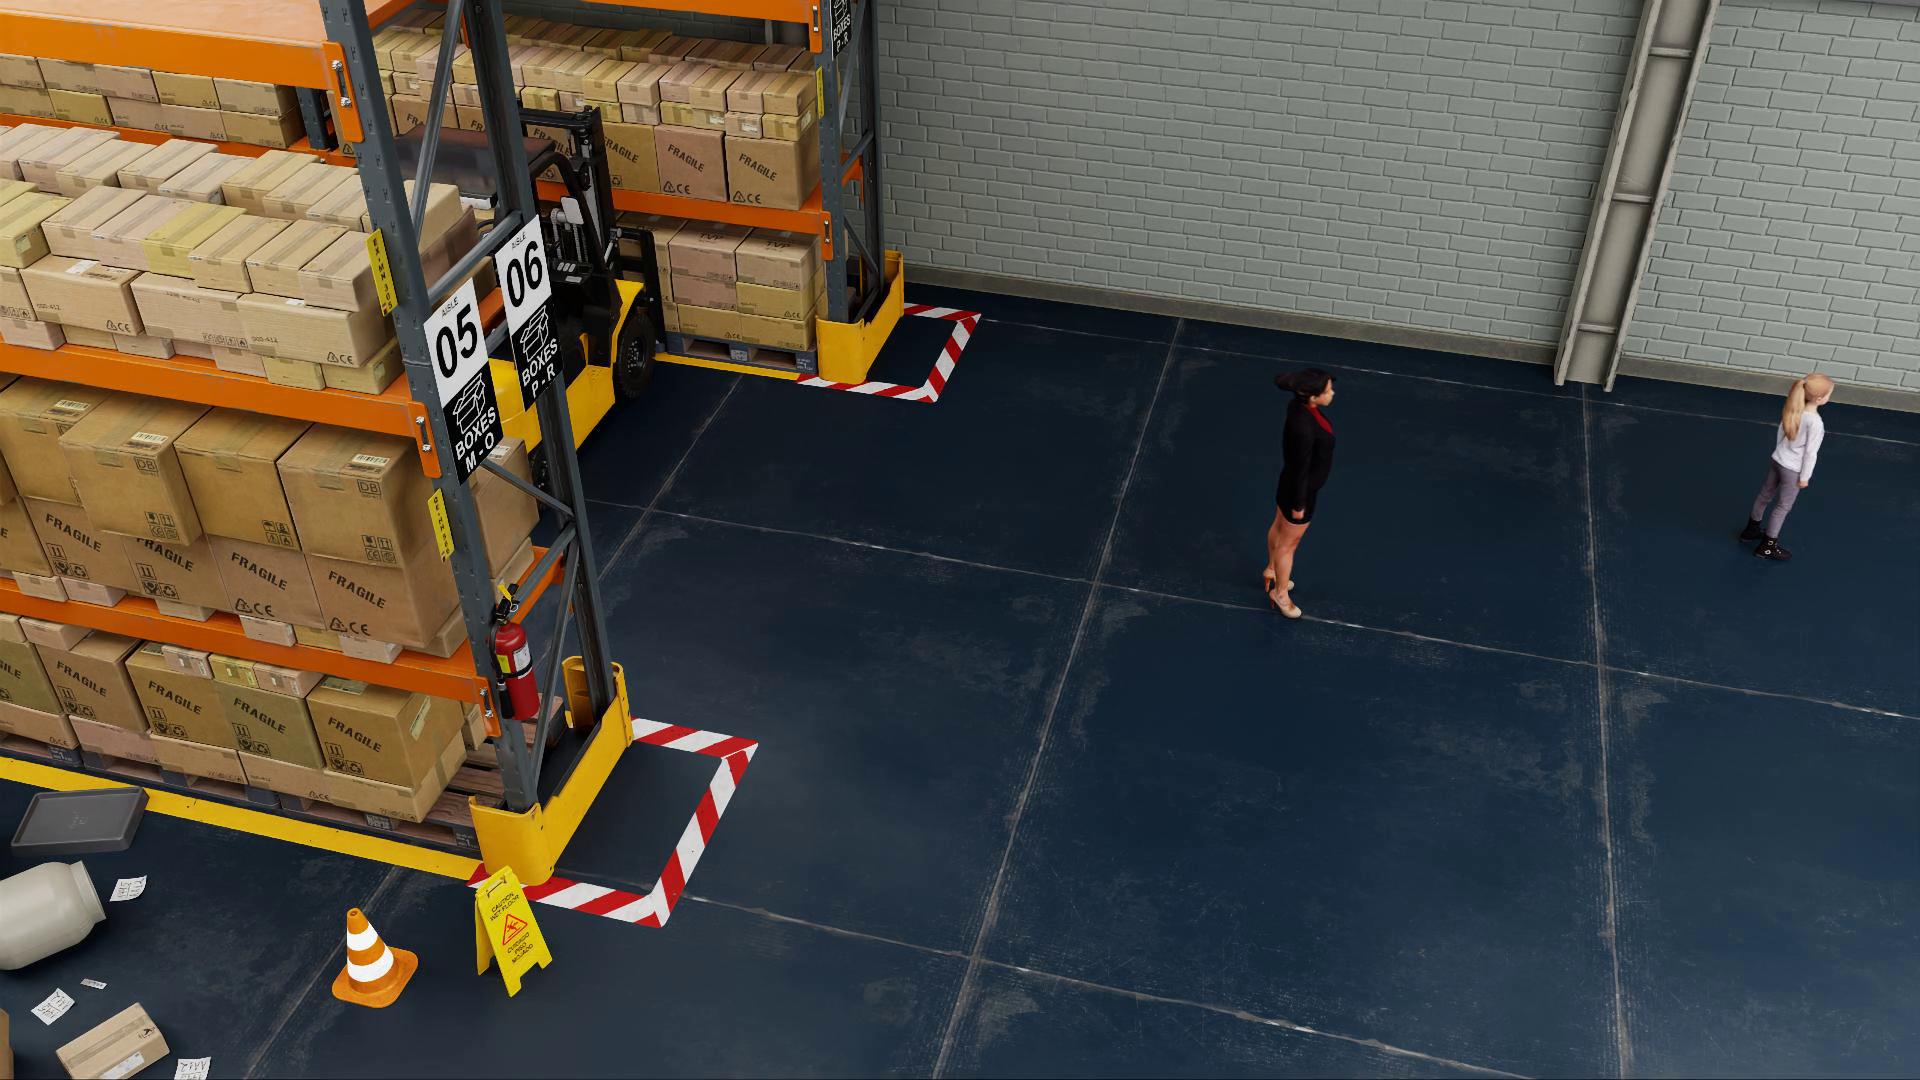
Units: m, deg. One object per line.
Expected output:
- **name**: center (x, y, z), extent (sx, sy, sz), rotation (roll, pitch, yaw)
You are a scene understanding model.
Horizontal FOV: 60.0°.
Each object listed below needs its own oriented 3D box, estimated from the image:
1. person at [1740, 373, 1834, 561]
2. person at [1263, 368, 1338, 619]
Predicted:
- **person**: center (5.106, -0.470, 10.246), extent (0.593, 1.279, 0.562), rotation (-5, 38, -6)
- **person**: center (1.969, -0.288, 9.708), extent (0.661, 1.639, 0.610), rotation (2, 37, 3)
